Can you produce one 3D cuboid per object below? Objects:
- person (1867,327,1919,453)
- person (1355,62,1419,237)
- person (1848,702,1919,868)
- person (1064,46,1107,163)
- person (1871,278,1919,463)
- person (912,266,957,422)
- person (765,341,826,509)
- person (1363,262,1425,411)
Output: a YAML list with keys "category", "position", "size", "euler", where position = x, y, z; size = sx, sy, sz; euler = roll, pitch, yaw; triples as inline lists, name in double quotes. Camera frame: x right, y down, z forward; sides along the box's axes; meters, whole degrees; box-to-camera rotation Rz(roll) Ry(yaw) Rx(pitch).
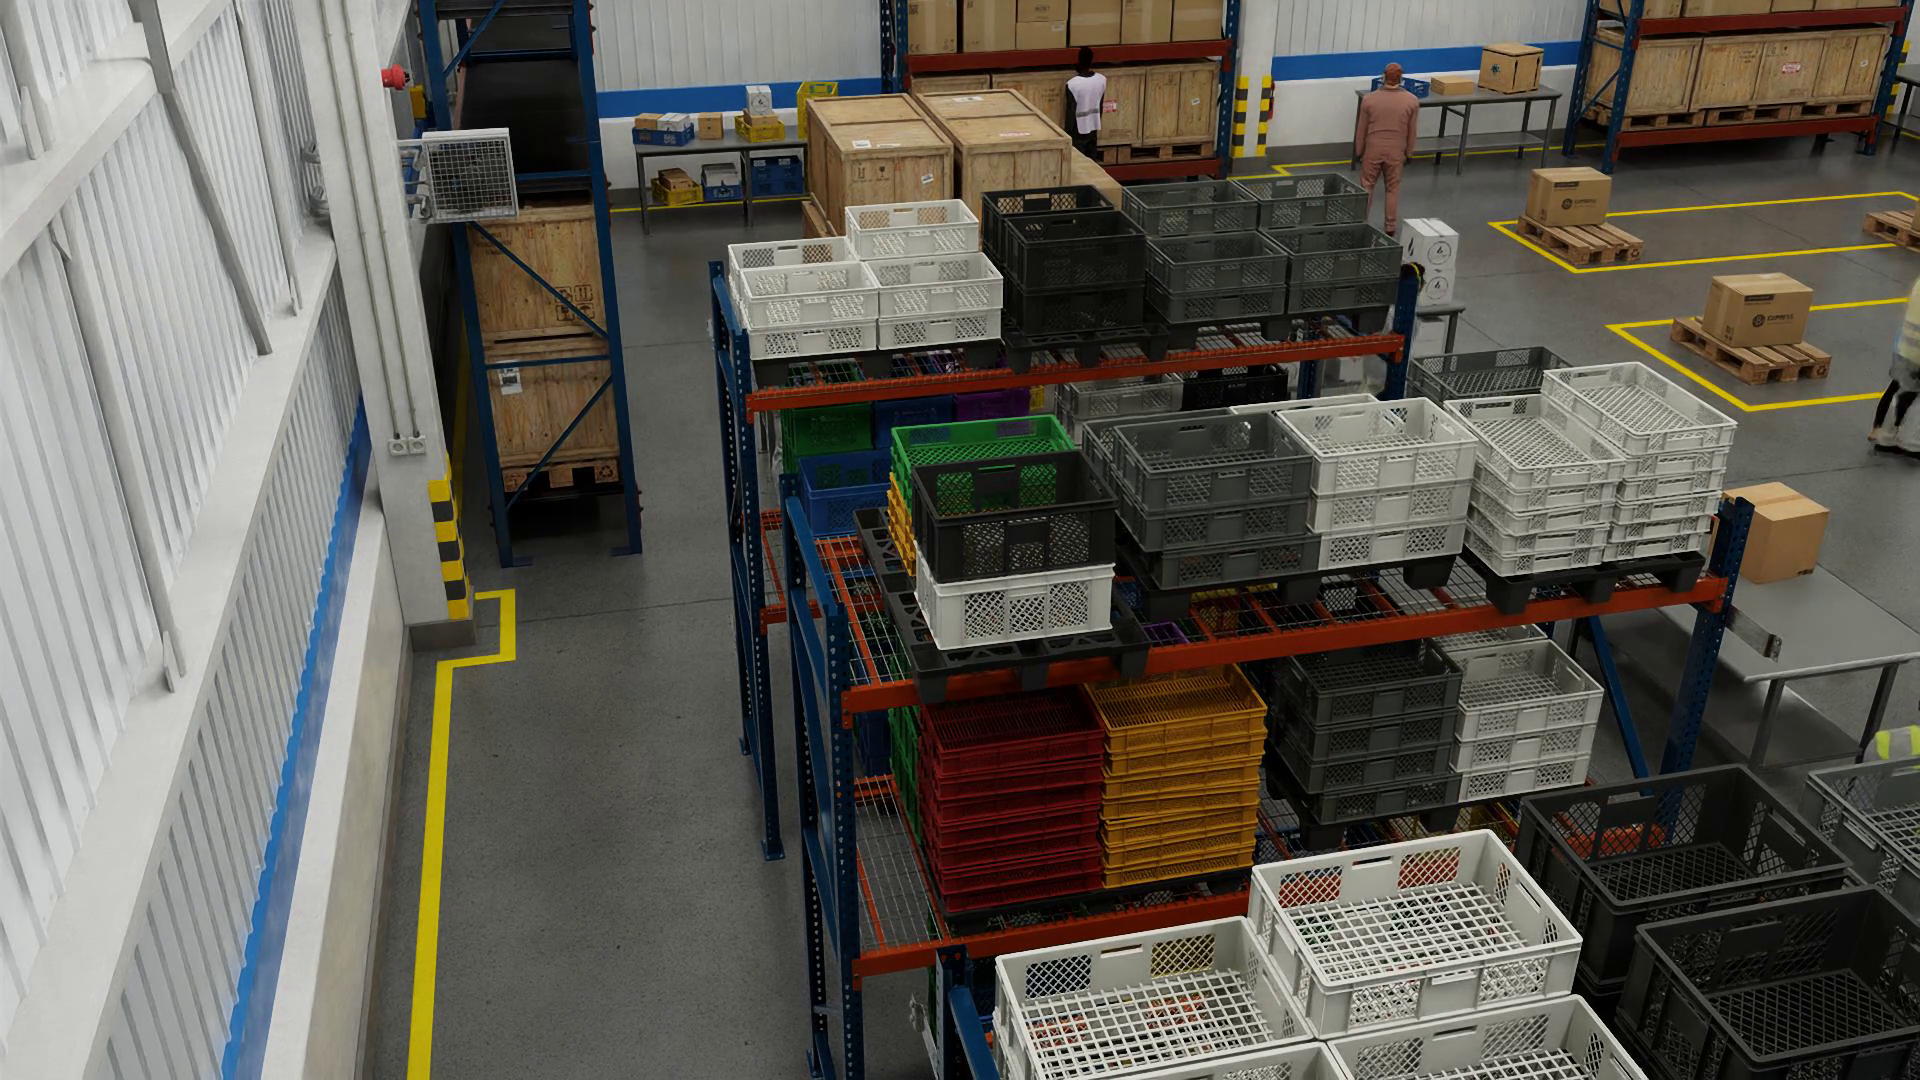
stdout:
- category: "person"
  position: [7.690, -1.502, 13.353]
  size: [0.320, 1.691, 0.533]
  euler: [5, 28, 9]
- category: "person"
  position: [4.724, -4.341, 18.527]
  size: [0.653, 1.900, 0.398]
  euler: [5, 28, 9]
- category: "person"
  position: [4.365, 1.395, 7.698]
  size: [0.625, 1.844, 0.429]
  euler: [2, 28, 5]
- category: "person"
  position: [1.426, -4.727, 19.232]
  size: [0.591, 1.919, 0.392]
  euler: [-23, 35, -36]
- category: "person"
  position: [7.740, -1.498, 13.247]
  size: [0.566, 1.779, 0.637]
  euler: [1, 28, 2]
- category: "person"
  position: [-0.199, -1.221, 12.617]
  size: [0.354, 1.883, 0.576]
  euler: [-4, 28, -8]
- category: "person"
  position: [-1.191, -0.974, 12.090]
  size: [0.356, 1.937, 0.638]
  euler: [-23, 36, -37]
- category: "person"
  position: [3.232, -1.230, 12.707]
  size: [0.965, 1.823, 0.497]
  euler: [-18, 33, -31]
